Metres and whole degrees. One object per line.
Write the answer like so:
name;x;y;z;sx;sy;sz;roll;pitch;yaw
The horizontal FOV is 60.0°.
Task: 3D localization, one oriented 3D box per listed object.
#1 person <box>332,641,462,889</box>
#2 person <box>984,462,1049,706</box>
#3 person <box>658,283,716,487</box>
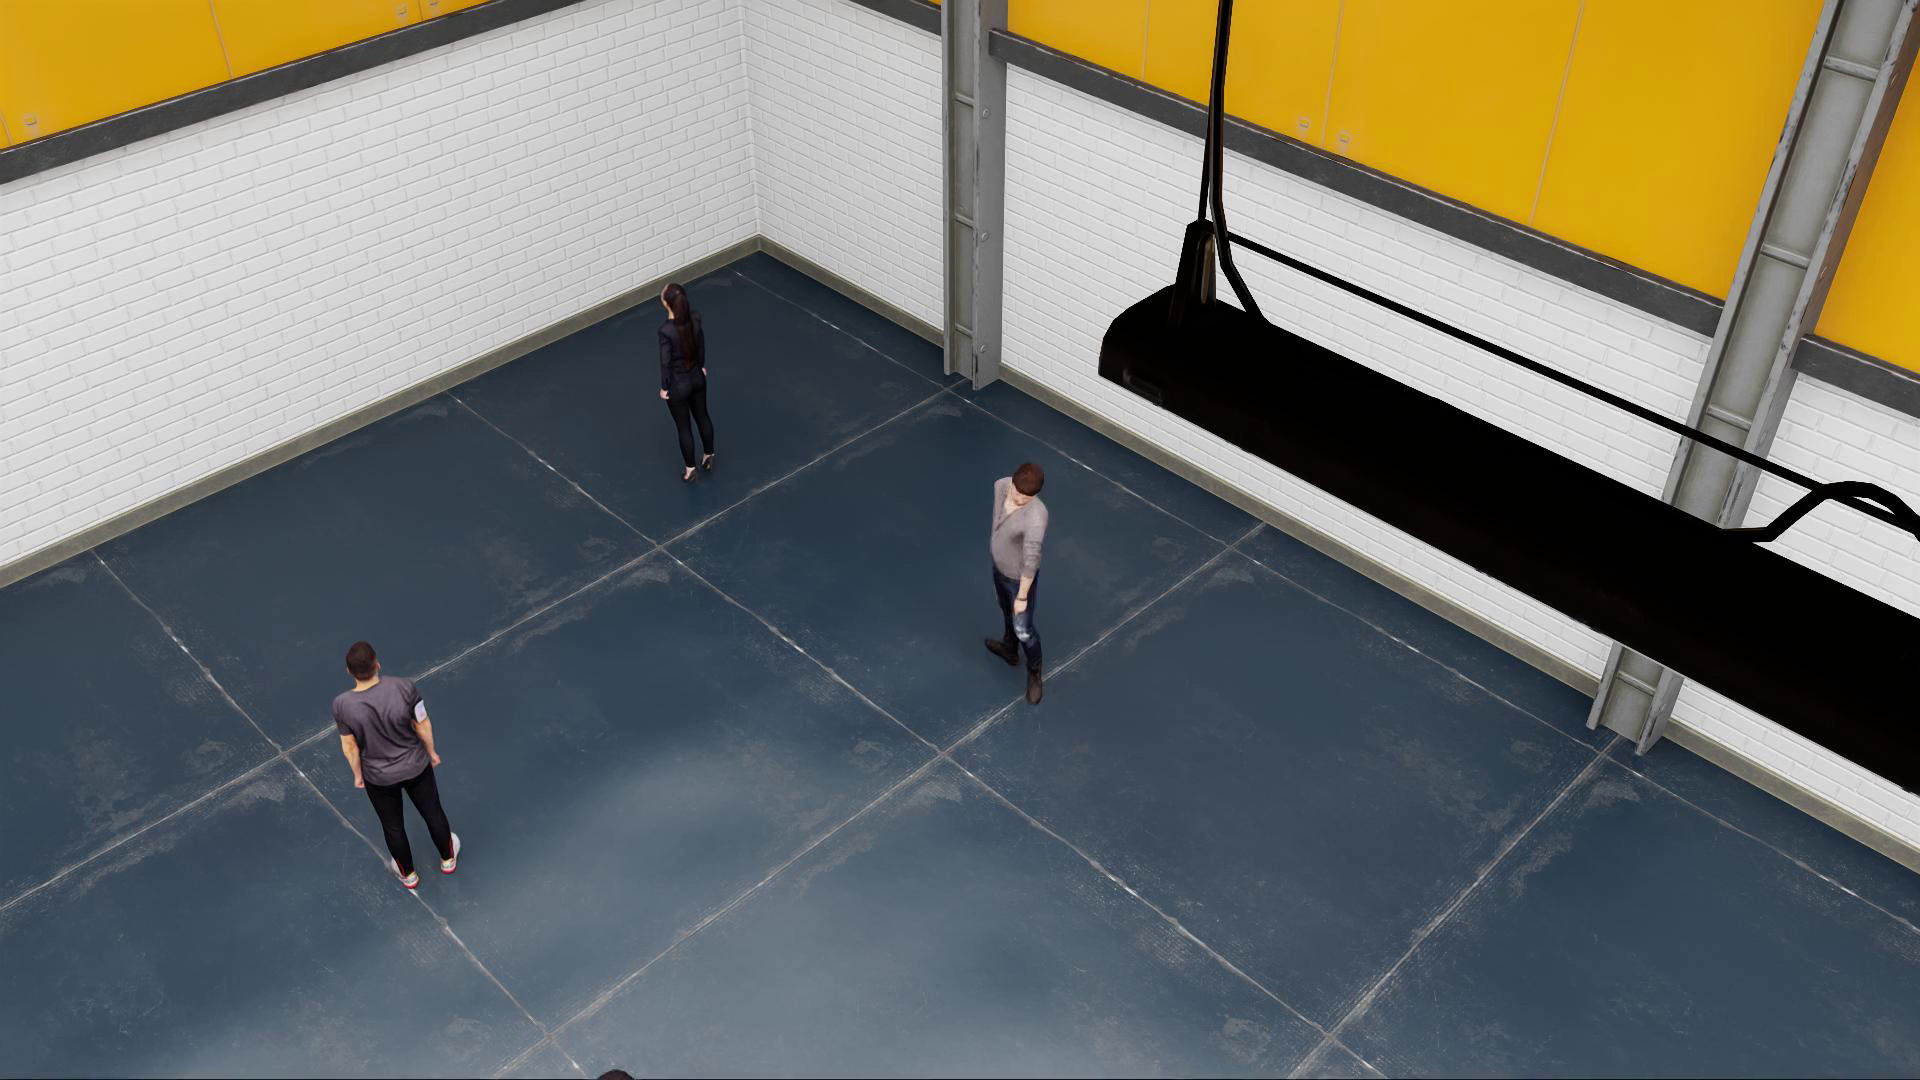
person;-3.200;1.274;9.406;0.704;1.764;0.672;-16;41;-19
person;0.355;0.149;10.738;0.979;1.861;0.690;-6;39;-7
person;-2.065;-1.183;12.526;0.504;1.711;0.589;28;46;31
